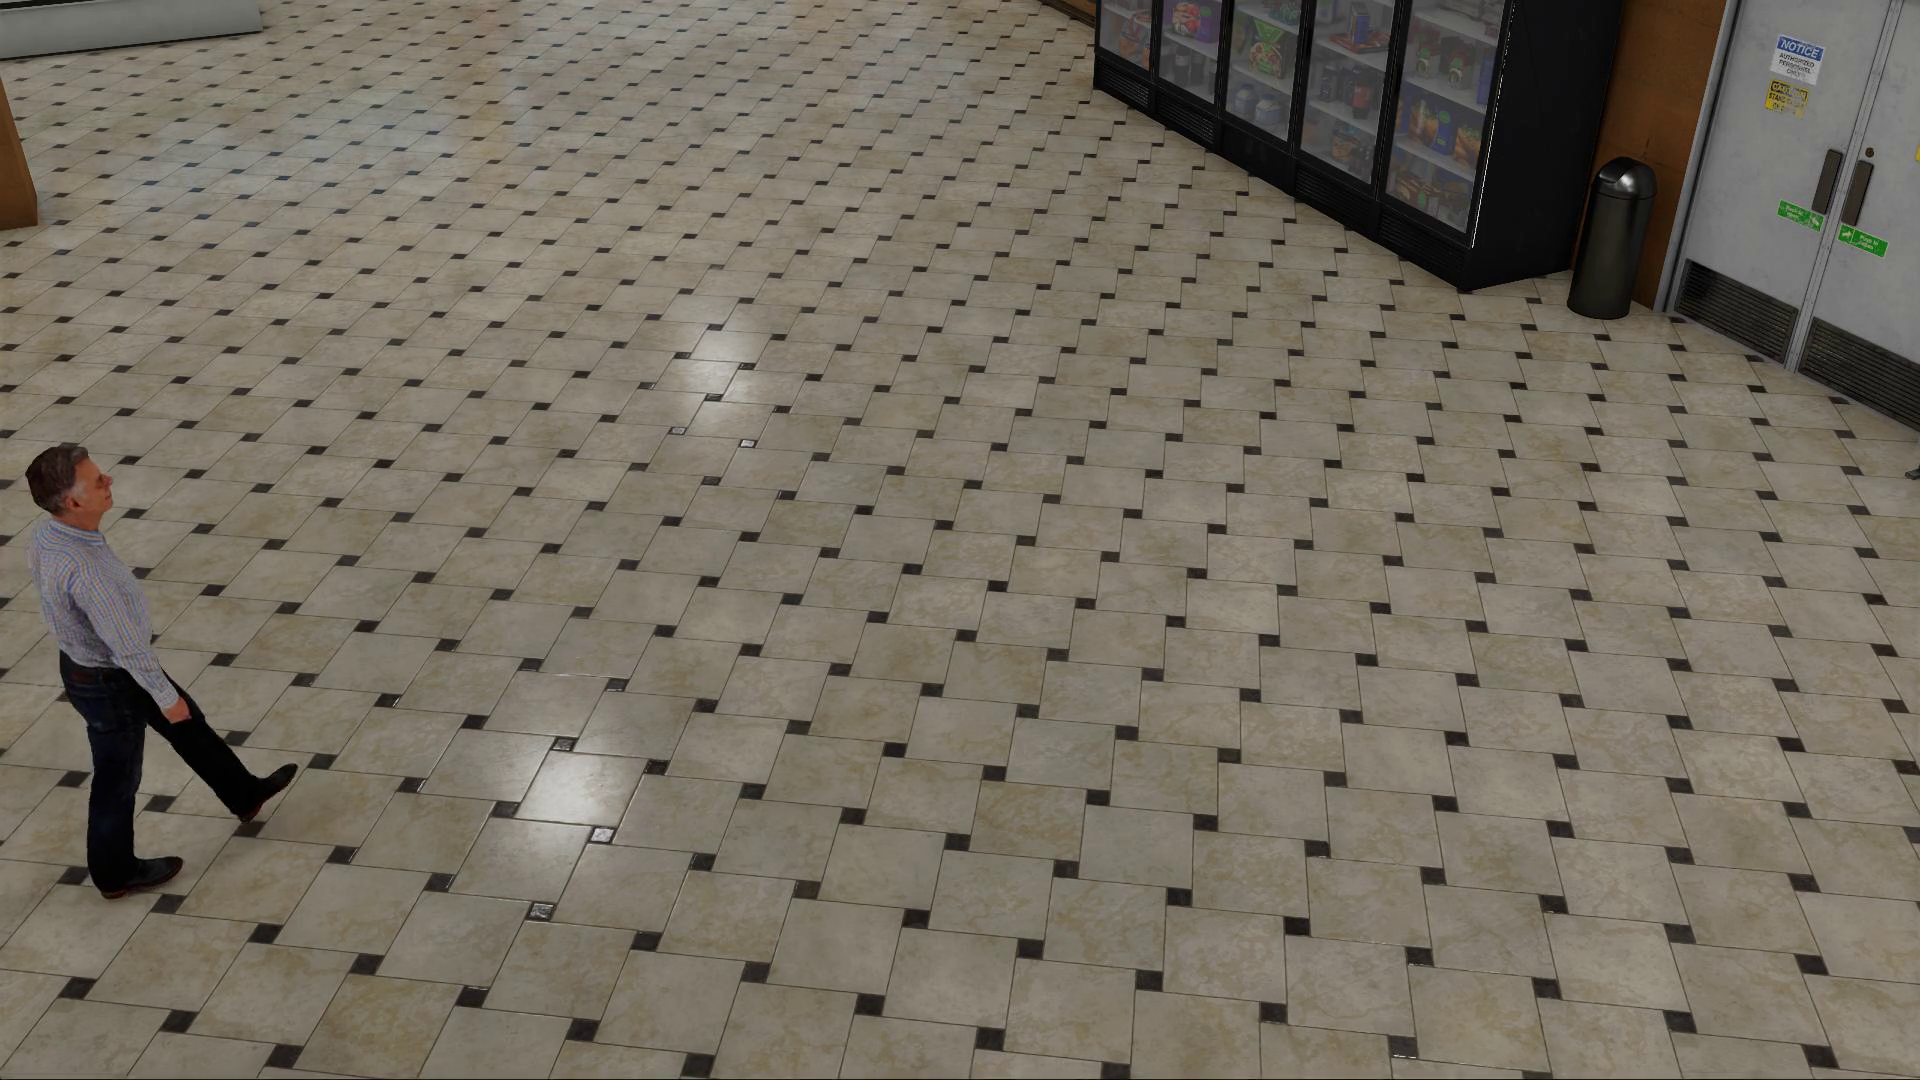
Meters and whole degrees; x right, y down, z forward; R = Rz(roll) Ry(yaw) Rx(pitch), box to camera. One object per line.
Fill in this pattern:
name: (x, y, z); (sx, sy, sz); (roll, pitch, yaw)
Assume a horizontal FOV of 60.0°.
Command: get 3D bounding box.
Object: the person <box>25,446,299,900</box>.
person: (-3.075, 0.517, 5.870); (1.103, 1.788, 0.810); (-22, 38, -31)
